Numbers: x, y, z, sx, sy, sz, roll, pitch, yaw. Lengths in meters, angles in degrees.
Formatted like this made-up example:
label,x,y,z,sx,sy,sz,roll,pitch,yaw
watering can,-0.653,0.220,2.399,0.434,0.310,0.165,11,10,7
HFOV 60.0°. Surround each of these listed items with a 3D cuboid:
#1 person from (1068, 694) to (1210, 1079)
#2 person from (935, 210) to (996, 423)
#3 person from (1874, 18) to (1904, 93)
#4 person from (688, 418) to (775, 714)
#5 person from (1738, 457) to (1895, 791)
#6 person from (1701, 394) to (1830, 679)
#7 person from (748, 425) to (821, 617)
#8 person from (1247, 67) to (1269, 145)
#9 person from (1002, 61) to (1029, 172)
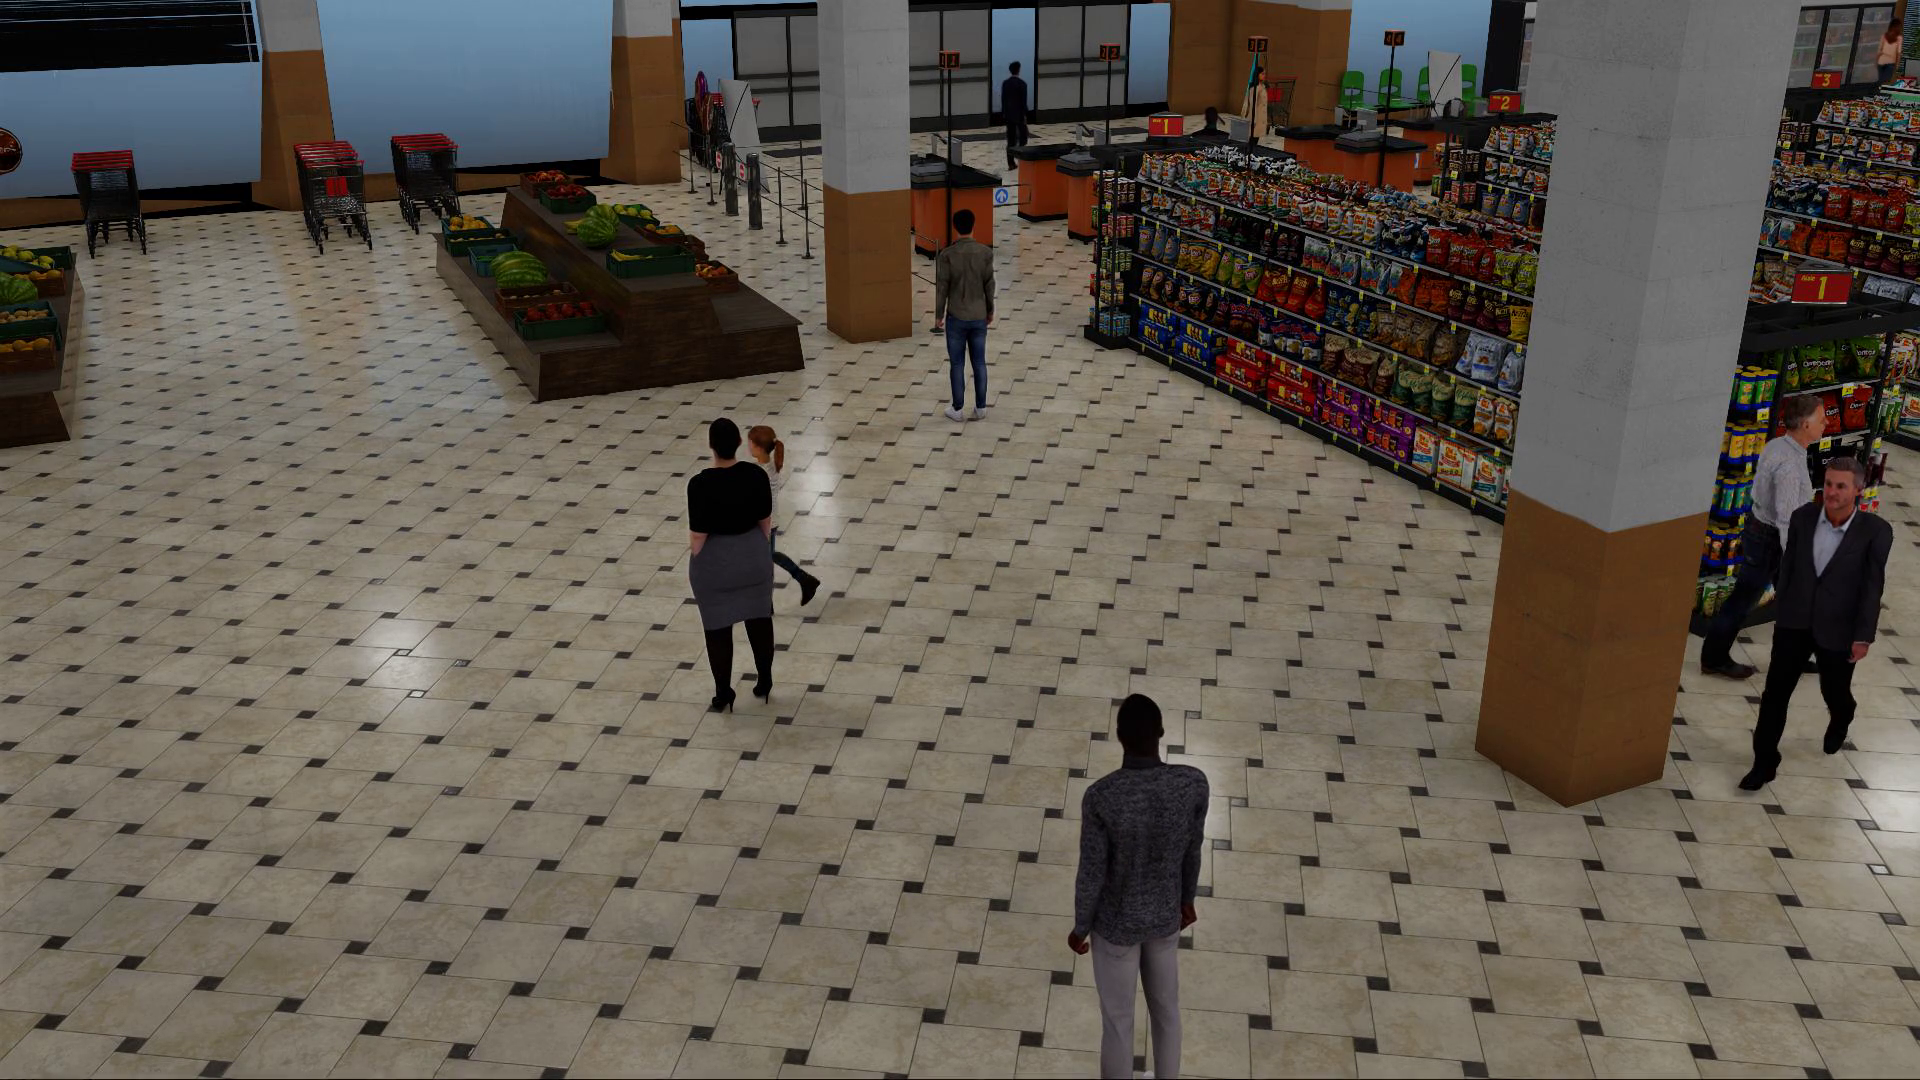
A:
label,x,y,z,sx,sy,sz,roll,pitch,yaw
person,0.667,1.421,6.239,0.693,1.836,0.547,-9,24,-21
person,0.053,-1.968,14.631,0.727,1.867,0.601,-7,23,-17
person,19.084,-9.809,34.281,0.905,1.764,1.085,-20,30,-41
person,-1.294,0.146,9.512,0.665,1.760,0.614,-11,24,-26
person,4.558,0.433,8.735,1.193,1.807,1.045,20,29,40
person,4.705,-0.004,9.840,1.096,1.795,1.029,8,23,20
person,-1.186,-0.102,10.741,0.765,1.305,0.772,3,22,7
person,4.764,-6.763,26.812,0.738,1.682,0.717,11,25,26
person,0.850,-6.883,27.072,0.861,1.710,0.926,12,25,28
